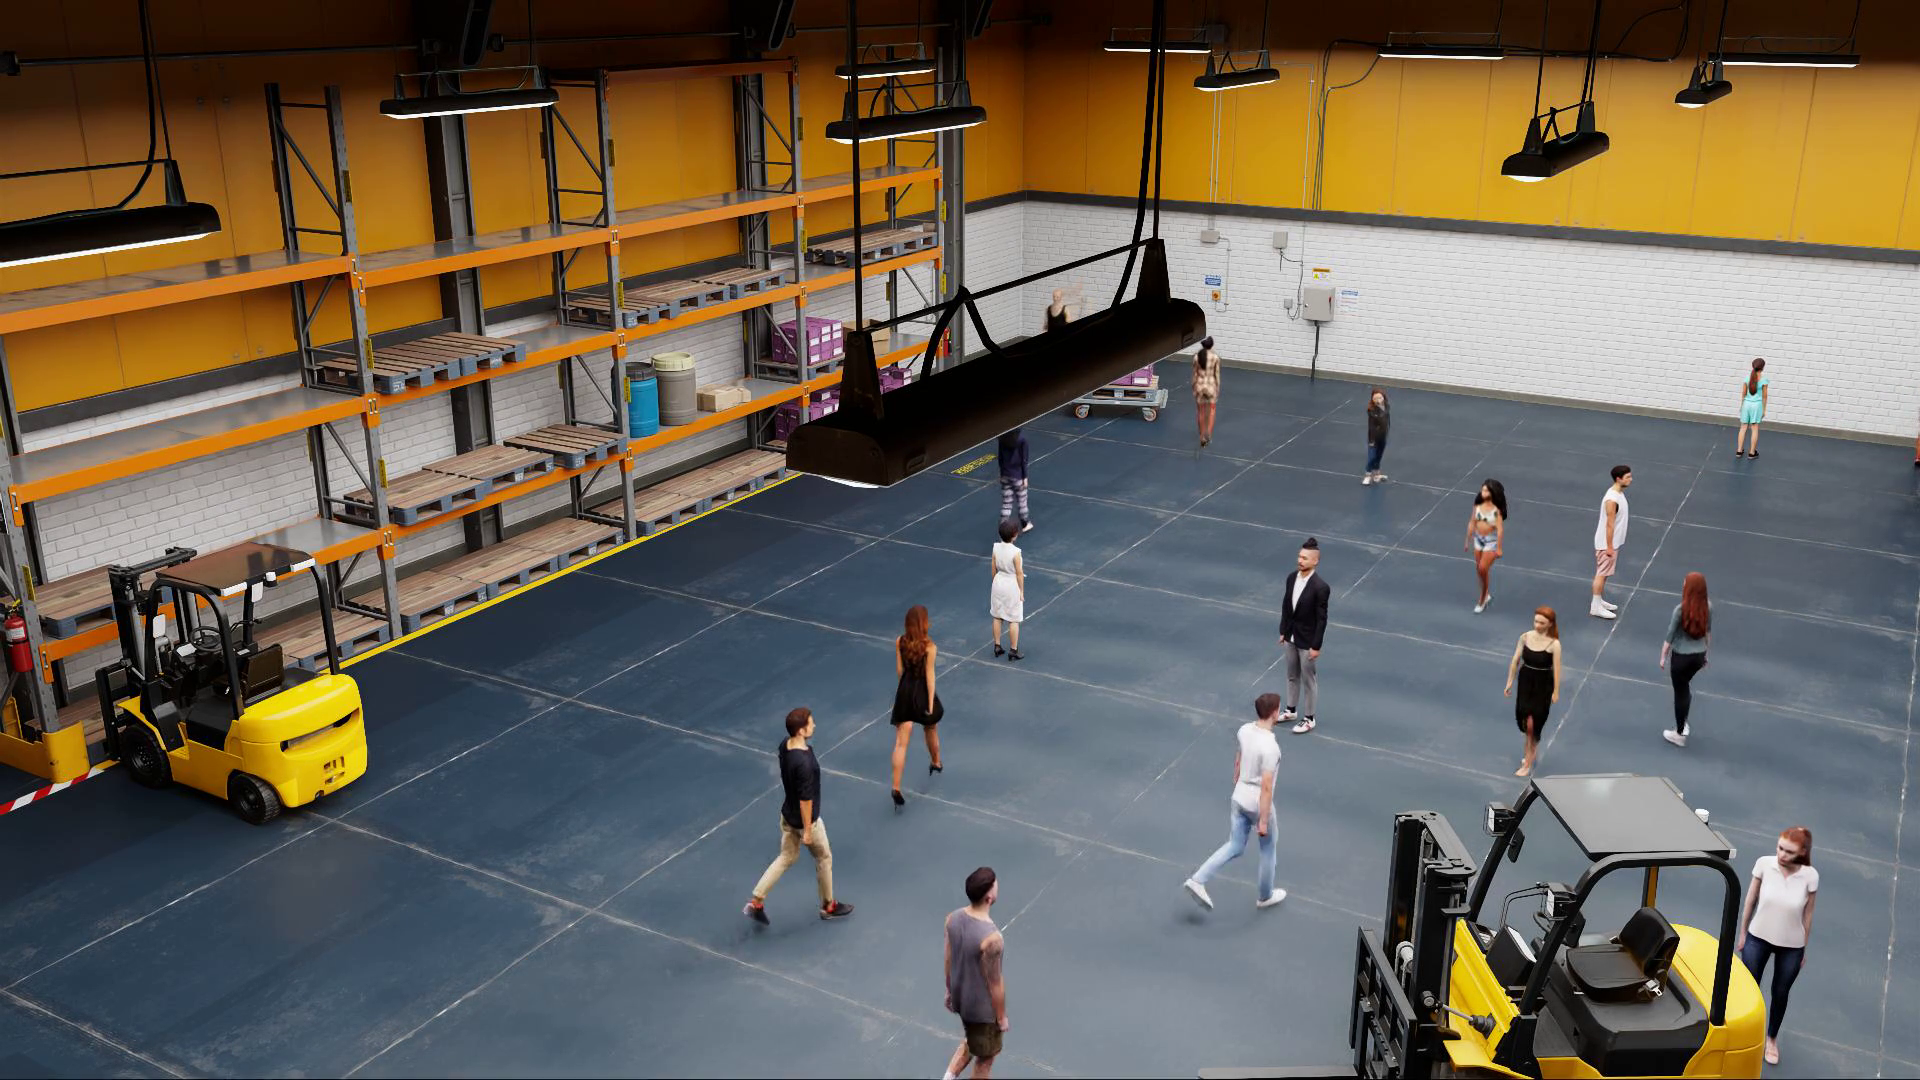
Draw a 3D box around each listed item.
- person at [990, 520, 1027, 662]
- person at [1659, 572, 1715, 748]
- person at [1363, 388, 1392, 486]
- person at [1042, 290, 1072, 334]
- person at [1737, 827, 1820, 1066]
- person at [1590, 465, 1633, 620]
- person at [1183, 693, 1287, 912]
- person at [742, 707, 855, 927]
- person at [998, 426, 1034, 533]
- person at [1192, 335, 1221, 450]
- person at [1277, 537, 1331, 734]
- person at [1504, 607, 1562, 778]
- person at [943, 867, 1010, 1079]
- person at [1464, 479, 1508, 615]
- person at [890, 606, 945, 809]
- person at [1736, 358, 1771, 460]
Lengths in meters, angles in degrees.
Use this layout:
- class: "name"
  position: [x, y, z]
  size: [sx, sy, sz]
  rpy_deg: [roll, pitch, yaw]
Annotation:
- class: "person"
  position: [0.512, 0.536, 17.933]
  size: [0.582, 1.554, 0.547]
  rpy_deg: [14, 23, 35]
- class: "person"
  position: [6.954, 1.166, 15.785]
  size: [0.722, 1.731, 0.777]
  rpy_deg: [-4, 19, -11]
- class: "person"
  position: [6.102, -1.531, 24.215]
  size: [0.806, 1.462, 0.620]
  rpy_deg: [17, 25, 41]
- class: "person"
  position: [1.780, -3.604, 29.850]
  size: [0.740, 1.795, 0.927]
  rpy_deg: [10, 21, 27]
- class: "person"
  position: [5.493, 2.705, 11.205]
  size: [0.557, 1.737, 0.501]
  rpy_deg: [10, 21, 28]
- class: "person"
  position: [7.481, -0.008, 19.180]
  size: [0.694, 1.788, 0.510]
  rpy_deg: [9, 21, 26]
- class: "person"
  position: [2.194, 2.091, 12.911]
  size: [1.235, 1.812, 1.077]
  rpy_deg: [-7, 20, -21]
- class: "person"
  position: [-1.303, 2.148, 12.721]
  size: [1.215, 1.825, 0.988]
  rpy_deg: [-11, 22, -30]
- class: "person"
  position: [0.657, -0.825, 21.740]
  size: [0.614, 1.704, 0.905]
  rpy_deg: [11, 21, 29]
- class: "person"
  position: [3.830, -2.292, 25.974]
  size: [0.663, 1.781, 0.689]
  rpy_deg: [5, 19, 16]
- class: "person"
  position: [3.352, 0.909, 16.204]
  size: [0.772, 1.950, 0.792]
  rpy_deg: [-12, 22, -31]
- class: "person"
  position: [5.381, 1.354, 15.432]
  size: [0.872, 1.599, 0.712]
  rpy_deg: [-15, 24, -38]
- class: "person"
  position: [0.043, 2.909, 10.398]
  size: [0.869, 1.832, 0.777]
  rpy_deg: [-14, 23, -35]
- class: "person"
  position: [6.143, 0.059, 19.257]
  size: [0.743, 1.613, 0.699]
  rpy_deg: [-13, 23, -34]
- class: "person"
  position: [-0.448, 1.502, 14.708]
  size: [0.687, 1.782, 1.191]
  rpy_deg: [7, 20, 21]
- class: "person"
  position: [12.191, -2.039, 25.573]
  size: [0.586, 1.558, 0.596]
  rpy_deg: [15, 24, 38]
